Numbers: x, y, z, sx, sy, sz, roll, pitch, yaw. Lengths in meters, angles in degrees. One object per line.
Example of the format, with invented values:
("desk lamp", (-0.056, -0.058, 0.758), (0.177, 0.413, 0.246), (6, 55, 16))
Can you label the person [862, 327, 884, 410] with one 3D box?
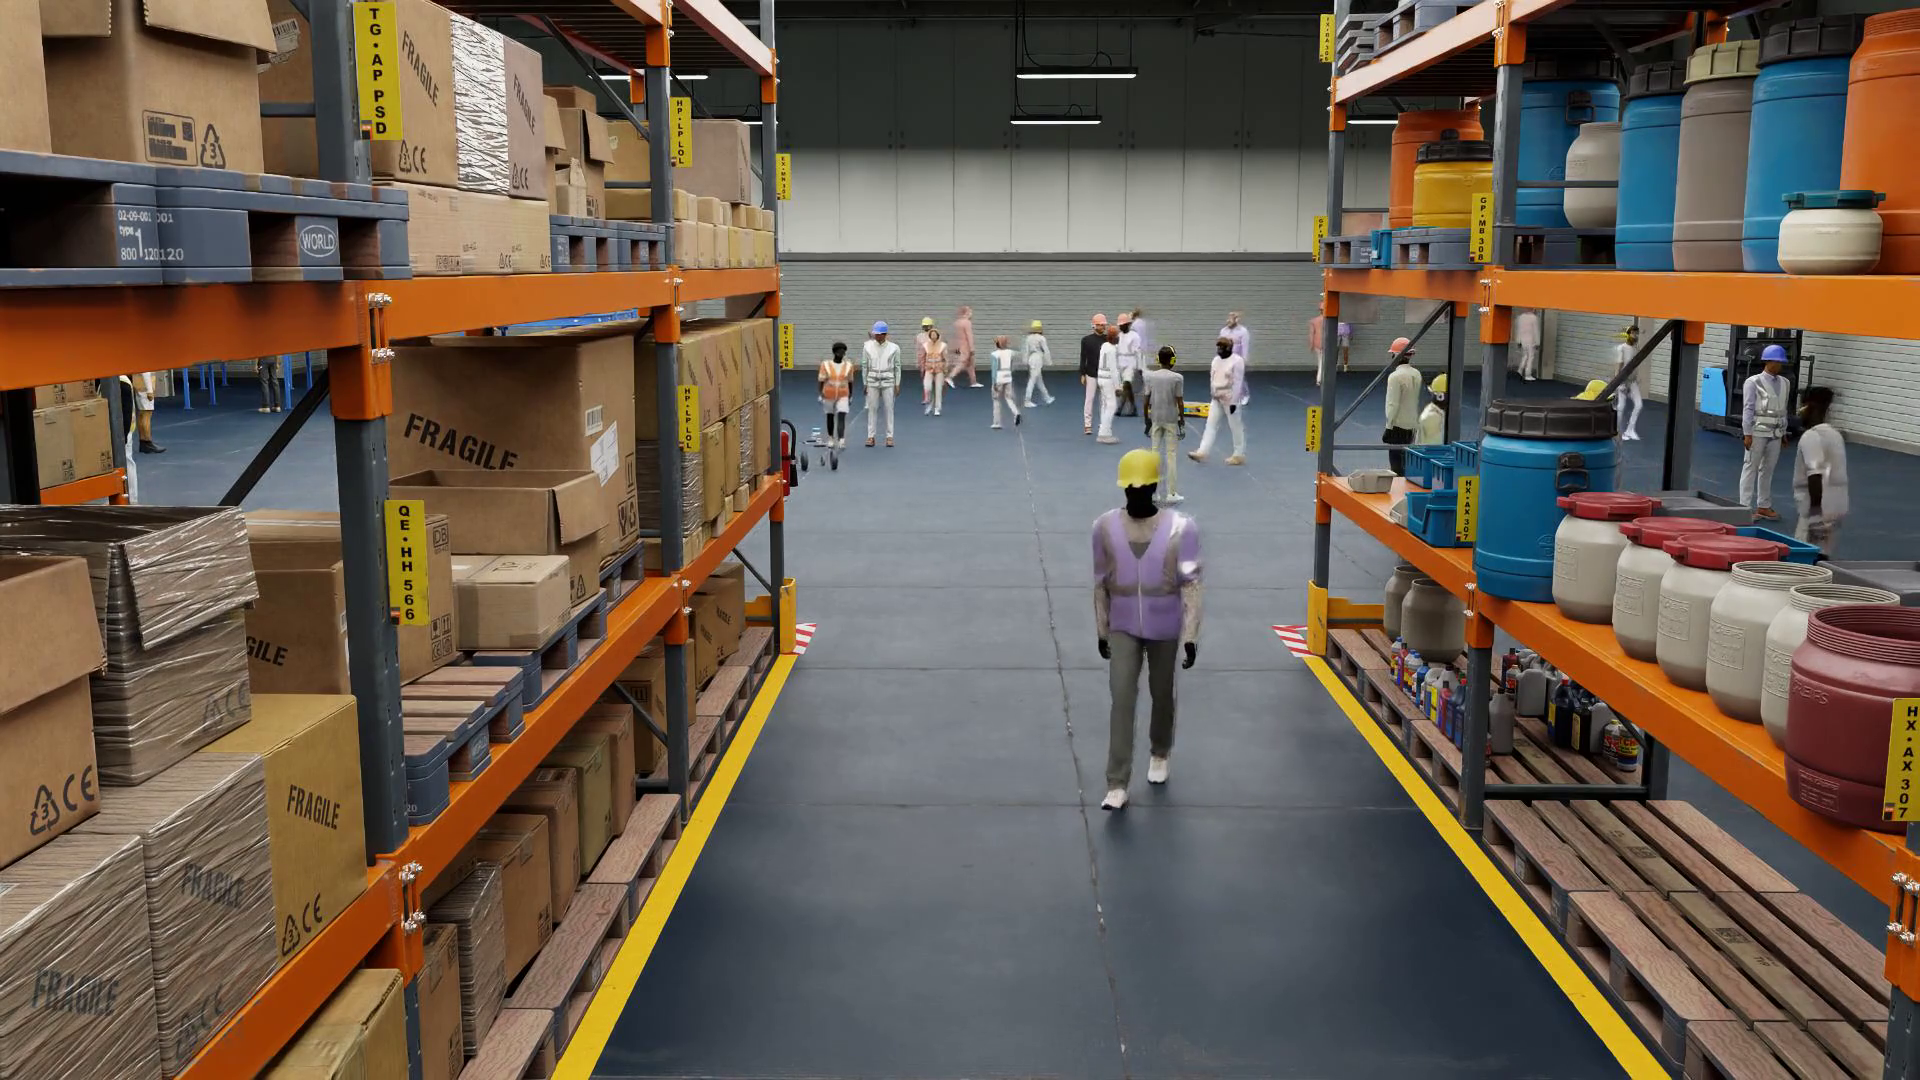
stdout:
("person", (-1.620, -3.307, 32.153), (0.526, 1.613, 0.768), (-4, 10, -24))

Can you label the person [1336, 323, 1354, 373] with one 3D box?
("person", (9.951, -5.395, 43.350), (0.615, 2.044, 0.371), (3, 10, 15))

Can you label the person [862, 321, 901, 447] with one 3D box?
("person", (-1.222, -2.428, 25.878), (0.605, 1.943, 0.402), (1, 10, 7))

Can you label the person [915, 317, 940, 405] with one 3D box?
("person", (-0.643, -3.626, 33.607), (0.523, 1.758, 0.409), (5, 11, 27))

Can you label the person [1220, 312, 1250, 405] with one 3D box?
("person", (5.495, -3.620, 33.235), (0.665, 1.881, 0.900), (7, 12, 37))

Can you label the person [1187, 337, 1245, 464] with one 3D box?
("person", (3.669, -1.953, 23.465), (0.927, 1.794, 0.654), (-6, 11, -33))

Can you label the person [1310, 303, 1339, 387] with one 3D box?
("person", (8.392, -4.512, 38.377), (0.613, 1.951, 1.029), (7, 12, 35))

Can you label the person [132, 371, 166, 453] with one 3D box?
("person", (-12.272, -2.291, 25.086), (0.364, 1.936, 0.542), (-8, 12, -38))

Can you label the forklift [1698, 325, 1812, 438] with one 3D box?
("forklift", (13.248, -3.165, 27.620), (1.129, 2.768, 1.873), (0, 9, 1))

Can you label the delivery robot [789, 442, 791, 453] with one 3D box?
("delivery robot", (-2.633, -1.210, 22.581), (0.477, 0.478, 0.707), (8, 12, 38))

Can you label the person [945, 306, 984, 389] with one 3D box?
("person", (0.086, -4.386, 37.835), (0.931, 1.872, 0.654), (-3, 10, -17))

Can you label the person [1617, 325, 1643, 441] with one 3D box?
("person", (10.725, -2.507, 26.631), (0.524, 1.851, 0.579), (-4, 10, -23))

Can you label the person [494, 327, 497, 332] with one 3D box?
("person", (-7.663, -2.641, 27.184), (0.369, 1.935, 0.545), (9, 13, 42))

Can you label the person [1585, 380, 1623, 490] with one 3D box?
("person", (5.591, -0.488, 14.615), (0.404, 1.825, 0.587), (5, 11, 25))

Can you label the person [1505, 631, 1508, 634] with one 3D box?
("person", (4.464, -0.116, 12.682), (0.712, 1.731, 0.518), (3, 10, 15))

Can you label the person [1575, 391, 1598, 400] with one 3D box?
("person", (5.069, -0.296, 13.490), (0.617, 1.808, 0.597), (8, 12, 39))

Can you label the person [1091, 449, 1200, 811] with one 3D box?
("person", (0.977, 0.450, 8.844), (0.603, 1.879, 0.983), (3, 10, 16))

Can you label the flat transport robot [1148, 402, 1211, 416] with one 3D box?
("flat transport robot", (4.257, -2.484, 31.342), (1.431, 0.197, 0.652), (7, 12, 38))

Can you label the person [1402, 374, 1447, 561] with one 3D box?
("person", (4.625, -0.664, 15.737), (0.863, 1.793, 0.627), (4, 10, 25))

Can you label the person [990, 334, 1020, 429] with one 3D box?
("person", (0.758, -2.707, 28.489), (0.520, 1.620, 0.550), (-7, 11, -34))

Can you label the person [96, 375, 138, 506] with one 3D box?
("person", (-9.715, -1.249, 19.125), (0.429, 1.841, 0.634), (-8, 13, -41))

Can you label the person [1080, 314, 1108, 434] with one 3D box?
("person", (2.308, -2.772, 27.780), (0.623, 1.994, 0.382), (-2, 10, -12))

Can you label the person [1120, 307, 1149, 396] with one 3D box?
("person", (3.696, -4.064, 35.801), (0.973, 1.893, 0.630), (3, 10, 17))

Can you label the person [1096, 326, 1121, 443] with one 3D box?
("person", (2.343, -2.453, 26.335), (0.430, 1.850, 0.630), (-2, 10, -10))

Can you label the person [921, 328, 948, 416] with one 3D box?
("person", (-0.472, -3.131, 31.040), (0.515, 1.624, 0.431), (1, 10, 7))

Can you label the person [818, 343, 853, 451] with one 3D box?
("person", (-1.893, -2.199, 25.415), (0.536, 1.641, 0.917), (-1, 10, -6))

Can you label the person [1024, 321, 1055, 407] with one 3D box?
("person", (1.584, -3.496, 33.003), (0.880, 1.679, 0.526), (-7, 12, -37))

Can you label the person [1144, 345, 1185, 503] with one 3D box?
("person", (2.438, -1.382, 19.863), (0.561, 1.874, 0.354), (5, 11, 29))

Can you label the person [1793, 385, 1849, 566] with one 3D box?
("person", (6.570, -0.207, 12.643), (0.665, 1.922, 0.642), (-9, 13, -42))

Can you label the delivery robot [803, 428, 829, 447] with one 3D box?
("delivery robot", (-2.001, -1.442, 23.195), (0.335, 0.223, 0.698), (-2, 10, -13))

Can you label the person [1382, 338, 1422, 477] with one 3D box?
("person", (5.045, -1.318, 19.078), (0.382, 1.995, 0.612), (8, 13, 41))

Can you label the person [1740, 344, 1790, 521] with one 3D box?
("person", (8.918, -1.187, 18.424), (0.602, 1.950, 0.380), (-4, 10, -20))

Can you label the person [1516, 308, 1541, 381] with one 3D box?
("person", (13.801, -4.802, 40.251), (0.431, 1.891, 0.662), (-4, 10, -22))

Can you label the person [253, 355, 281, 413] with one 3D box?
("person", (-13.236, -3.354, 31.717), (0.350, 1.846, 0.506), (7, 12, 36))

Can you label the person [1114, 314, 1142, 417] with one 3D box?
("person", (2.990, -3.203, 30.672), (0.939, 1.890, 0.556), (-8, 13, -41))
